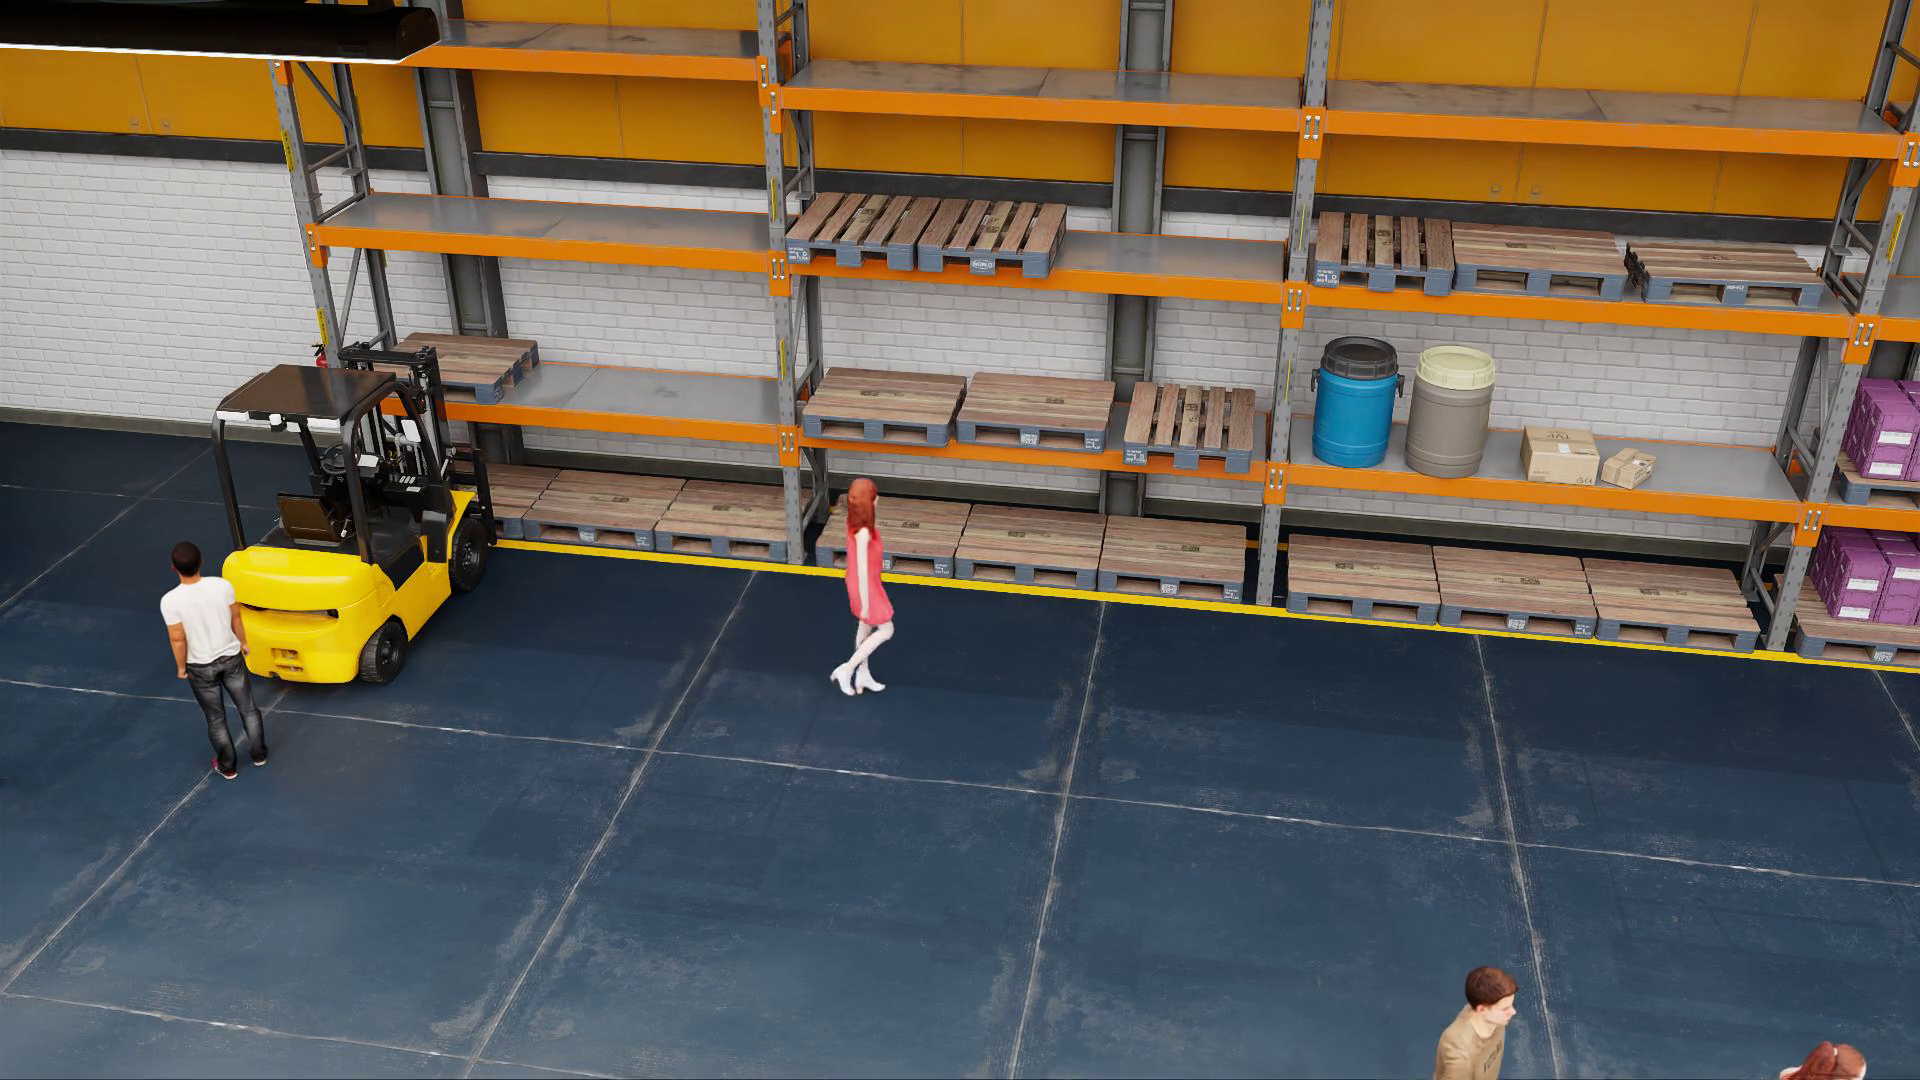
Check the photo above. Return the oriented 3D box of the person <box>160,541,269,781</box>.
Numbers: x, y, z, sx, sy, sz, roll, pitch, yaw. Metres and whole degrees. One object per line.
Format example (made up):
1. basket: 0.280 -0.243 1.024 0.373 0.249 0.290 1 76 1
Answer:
1. person: -5.111 0.812 11.393 0.721 1.804 0.757 -22 35 -34

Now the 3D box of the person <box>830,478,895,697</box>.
1. person: -0.781 0.390 12.169 0.823 1.802 0.748 -7 29 -13

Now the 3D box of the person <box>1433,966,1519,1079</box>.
1. person: 2.298 2.697 7.912 1.141 1.828 1.010 24 36 36

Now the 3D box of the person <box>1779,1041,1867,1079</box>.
1. person: 3.661 2.946 7.561 0.842 1.727 0.701 -3 29 -6
